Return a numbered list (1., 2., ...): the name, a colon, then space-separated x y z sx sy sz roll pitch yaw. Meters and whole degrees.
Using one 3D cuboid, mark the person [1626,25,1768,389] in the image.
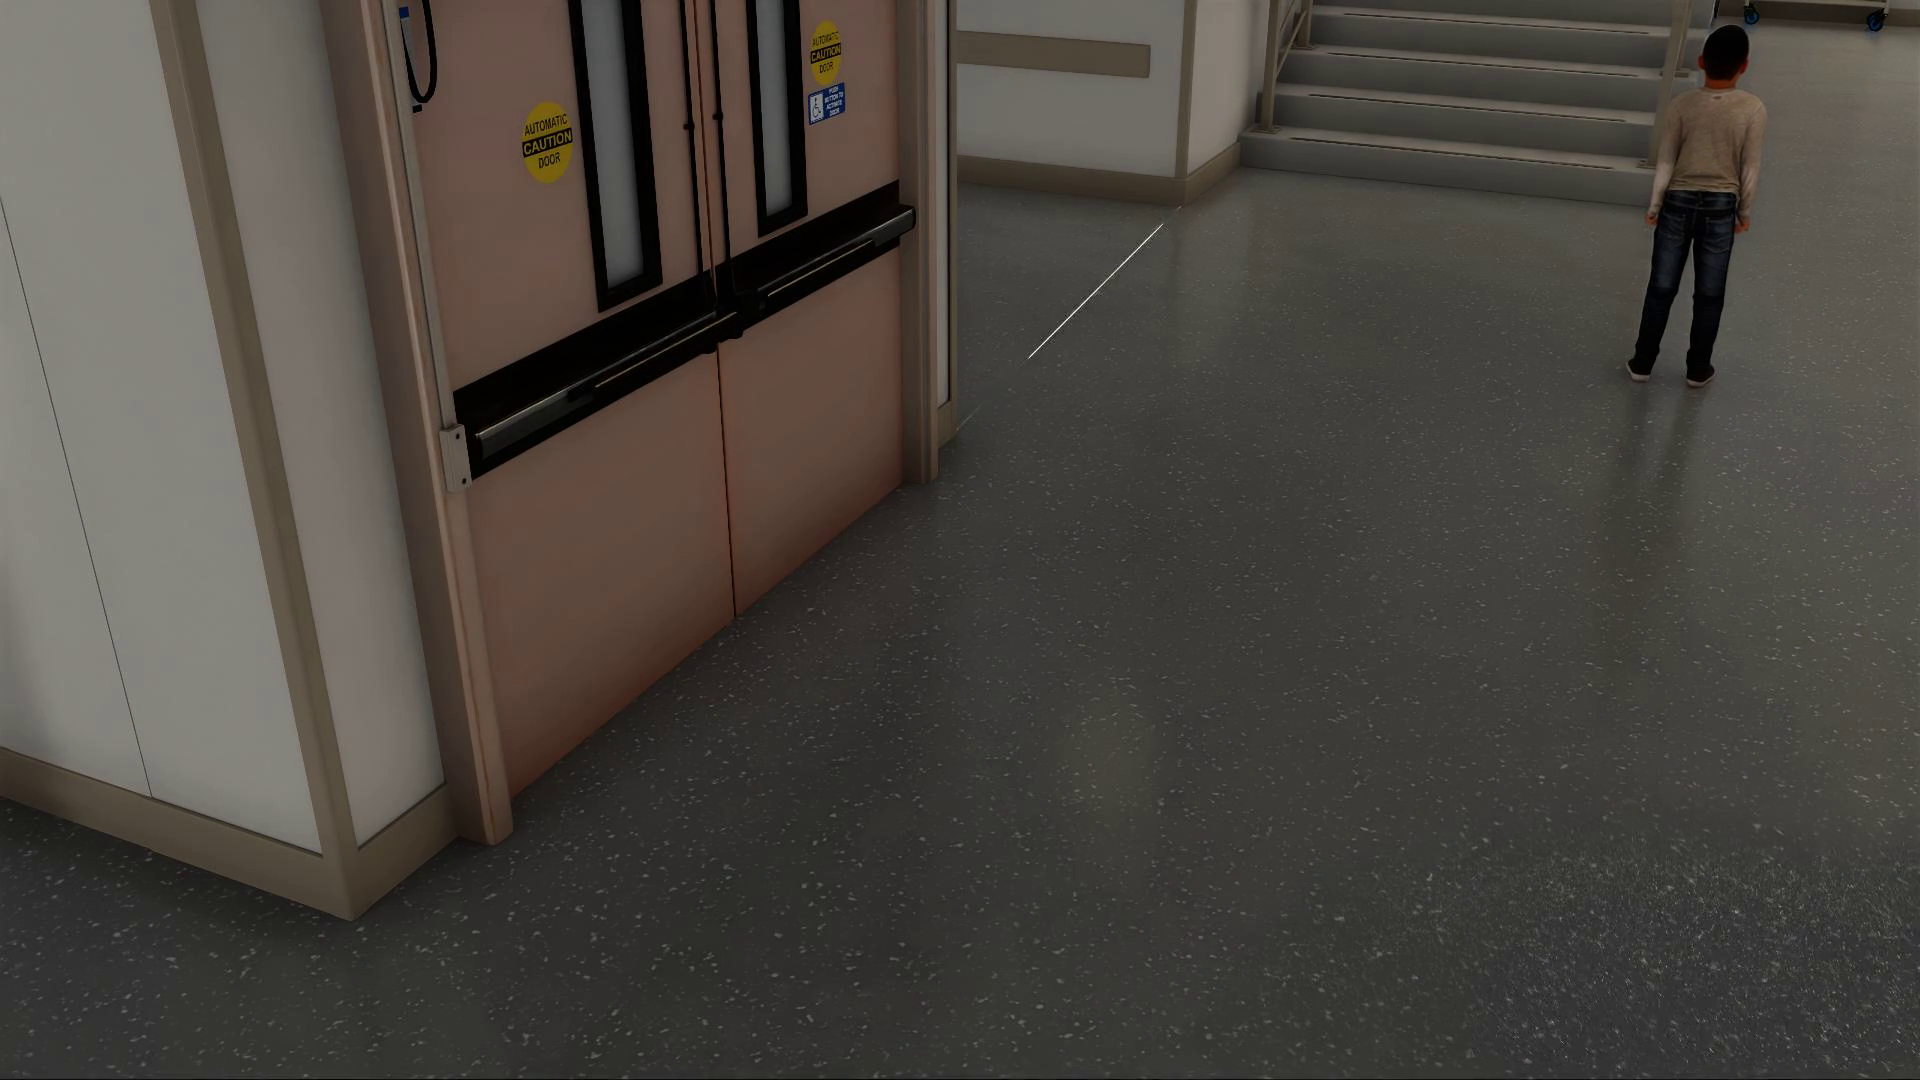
1. person: 3.027 -1.351 6.820 0.547 1.465 0.504 11 28 21
